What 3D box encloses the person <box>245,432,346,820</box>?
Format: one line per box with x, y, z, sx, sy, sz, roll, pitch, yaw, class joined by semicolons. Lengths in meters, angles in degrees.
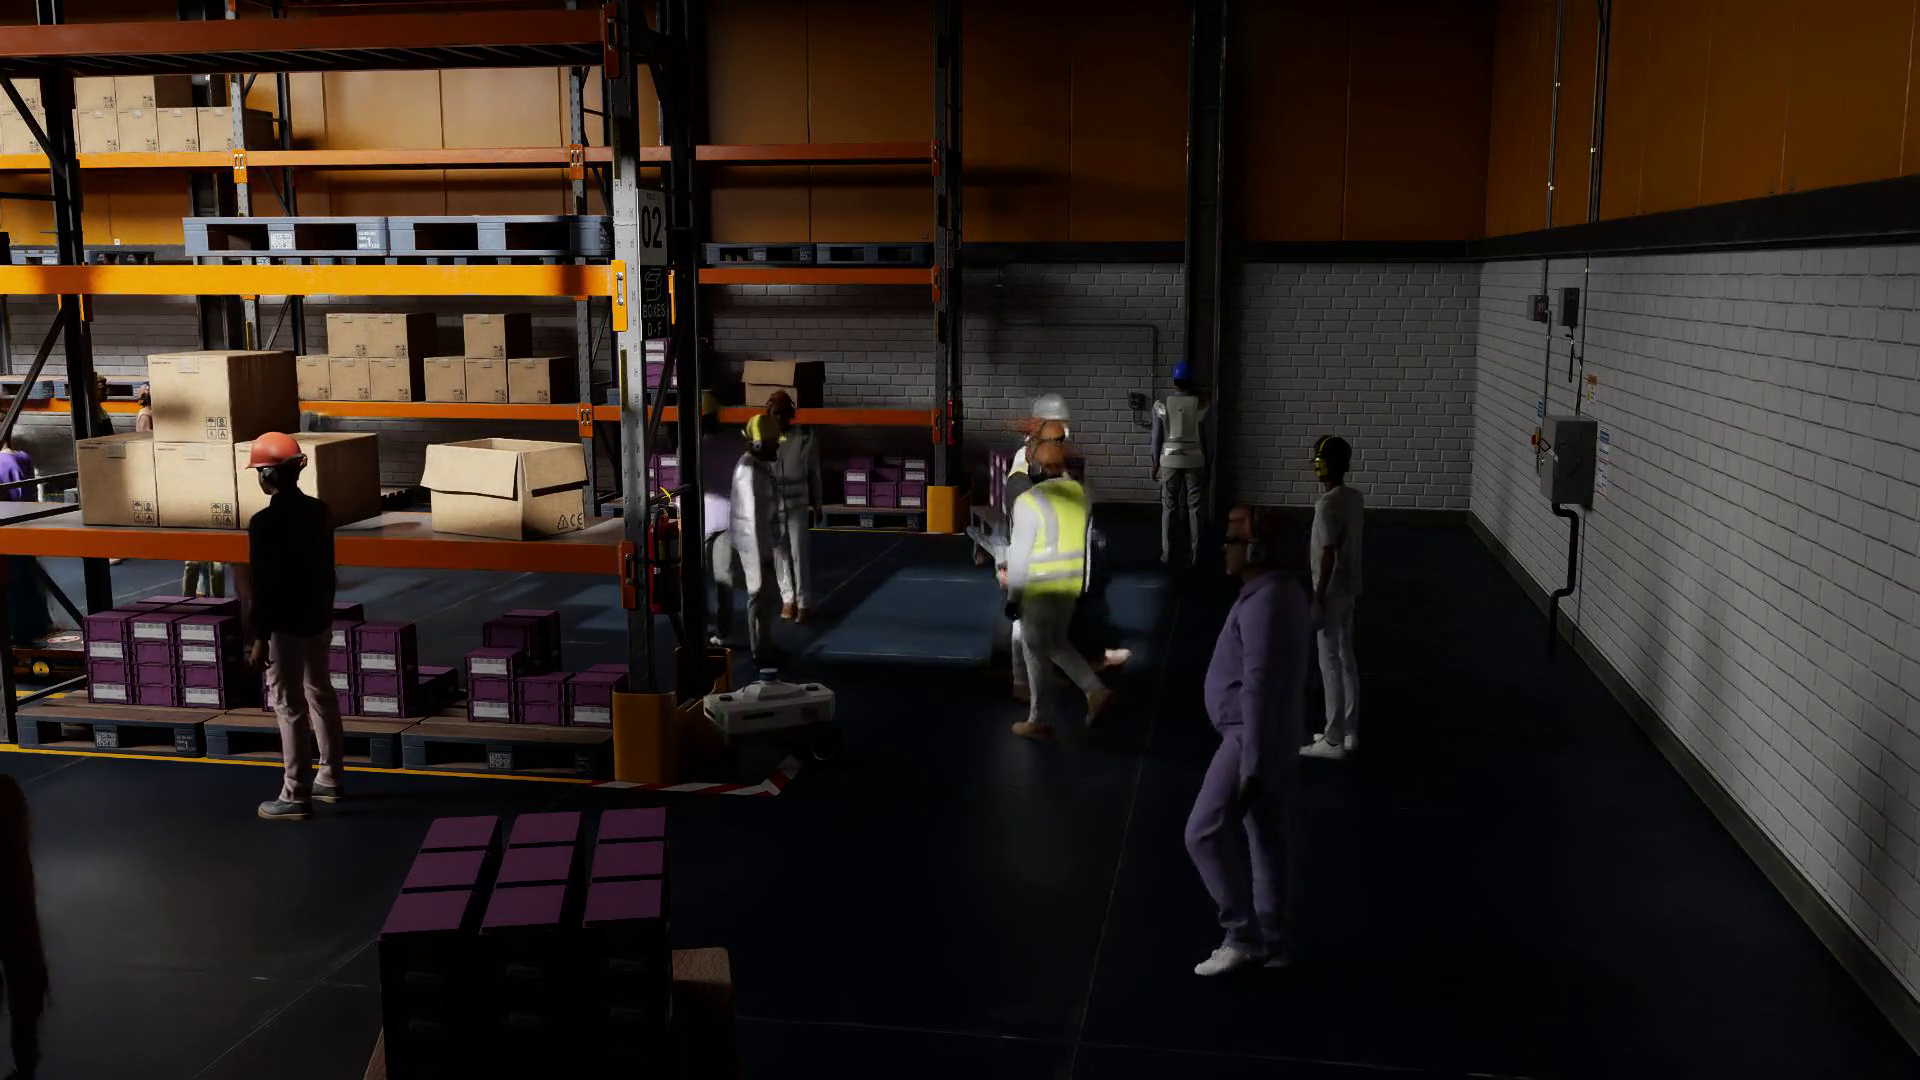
-3.441;0.436;8.557;0.400;1.986;0.620;2;9;12;person

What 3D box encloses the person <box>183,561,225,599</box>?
-5.806;-0.191;12.804;0.313;1.869;0.538;6;11;32;person

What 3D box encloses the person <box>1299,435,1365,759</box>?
2.138;0.331;9.577;0.325;1.865;0.516;7;11;36;person

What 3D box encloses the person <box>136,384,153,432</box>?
-8.421;-0.810;17.347;0.314;1.640;0.516;-3;10;-19;person

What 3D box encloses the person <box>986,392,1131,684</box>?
0.655;-0.027;11.251;1.003;2.000;0.702;1;9;9;person

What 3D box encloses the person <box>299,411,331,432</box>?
-5.779;-0.471;14.626;0.654;1.842;0.720;1;9;5;person

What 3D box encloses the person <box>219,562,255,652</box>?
-5.061;-0.054;11.985;0.868;1.873;0.642;2;9;12;person

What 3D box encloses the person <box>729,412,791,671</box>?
-1.412;0.009;11.703;0.407;1.826;0.602;0;9;-2;person

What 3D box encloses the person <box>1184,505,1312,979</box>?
1.104;0.800;6.561;0.508;1.892;0.672;3;10;20;person

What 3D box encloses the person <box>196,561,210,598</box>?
-6.124;-0.365;13.809;0.928;1.905;0.638;4;10;25;person

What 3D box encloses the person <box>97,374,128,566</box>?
-8.209;-0.663;15.848;0.338;1.840;0.510;-1;9;-7;person

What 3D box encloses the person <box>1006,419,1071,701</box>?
0.549;0.126;10.925;0.429;1.839;0.633;5;11;29;person

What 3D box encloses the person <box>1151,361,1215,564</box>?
2.134;-0.739;15.951;0.602;1.949;0.392;1;9;9;person

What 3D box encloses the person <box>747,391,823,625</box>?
-1.387;-0.243;13.171;0.581;1.845;0.895;0;9;-2;person

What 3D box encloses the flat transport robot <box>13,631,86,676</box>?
-5.919;0.796;11.619;1.431;0.197;0.652;1;9;8;flat transport robot

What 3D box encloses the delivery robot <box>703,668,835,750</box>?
-1.077;0.968;9.387;0.707;0.478;0.477;-4;10;-26;delivery robot

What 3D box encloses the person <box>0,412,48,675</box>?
-6.576;0.025;11.565;0.379;1.836;0.565;-1;9;-7;person

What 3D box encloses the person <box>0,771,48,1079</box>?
-2.574;1.179;4.068;0.606;1.957;0.994;-8;12;-41;person

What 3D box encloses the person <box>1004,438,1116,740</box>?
0.568;0.309;9.866;0.556;1.823;0.628;8;12;40;person

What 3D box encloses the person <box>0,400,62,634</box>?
-7.327;-0.201;12.859;0.782;1.917;0.345;4;10;24;person

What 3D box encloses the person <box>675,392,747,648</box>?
-1.854;-0.138;12.347;0.596;1.909;0.421;-6;11;-33;person
